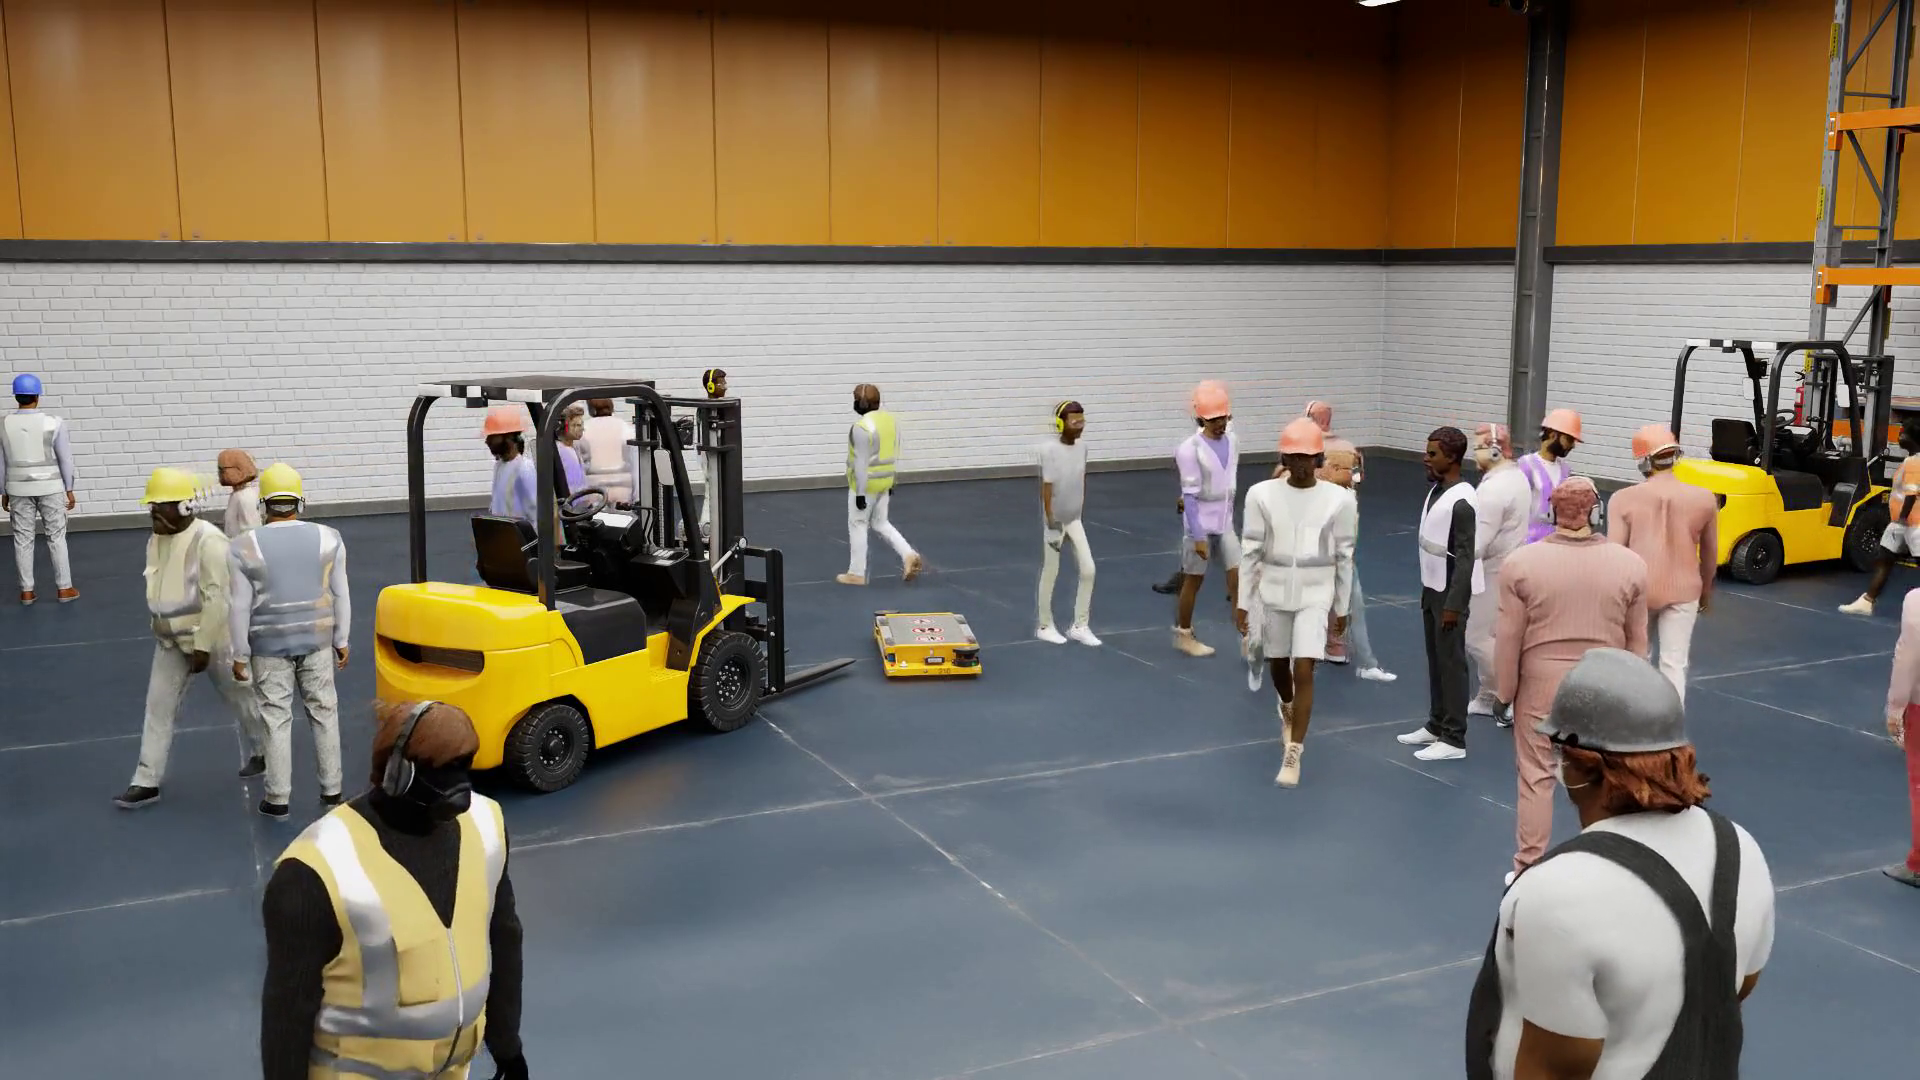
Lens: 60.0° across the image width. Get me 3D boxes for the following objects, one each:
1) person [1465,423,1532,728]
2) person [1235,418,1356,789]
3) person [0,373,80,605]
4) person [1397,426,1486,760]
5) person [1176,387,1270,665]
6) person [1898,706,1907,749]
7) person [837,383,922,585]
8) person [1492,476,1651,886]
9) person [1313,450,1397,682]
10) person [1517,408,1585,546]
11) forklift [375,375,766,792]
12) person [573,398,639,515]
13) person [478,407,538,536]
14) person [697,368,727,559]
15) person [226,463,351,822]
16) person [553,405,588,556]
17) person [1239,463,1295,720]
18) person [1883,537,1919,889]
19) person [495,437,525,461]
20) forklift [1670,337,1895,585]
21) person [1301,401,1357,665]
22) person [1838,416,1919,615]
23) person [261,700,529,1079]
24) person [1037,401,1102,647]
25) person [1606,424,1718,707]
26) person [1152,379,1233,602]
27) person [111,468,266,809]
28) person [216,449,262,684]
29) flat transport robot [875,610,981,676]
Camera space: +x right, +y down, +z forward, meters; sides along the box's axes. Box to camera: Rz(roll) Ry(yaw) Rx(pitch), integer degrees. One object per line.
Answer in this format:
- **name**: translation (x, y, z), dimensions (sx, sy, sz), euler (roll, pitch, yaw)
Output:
- **person**: translation (3.330, 0.226, 10.195), dimensions (0.550, 1.881, 0.651), euler (5, 10, 28)
- **person**: translation (1.893, 0.300, 9.348), dimensions (0.619, 2.012, 0.996), euler (3, 10, 19)
- **person**: translation (-7.779, -0.424, 14.003), dimensions (0.605, 1.949, 0.384), euler (-3, 10, -17)
- **person**: translation (2.803, 0.303, 9.583), dimensions (0.392, 1.919, 0.590), euler (0, 9, 0)
- **person**: translation (1.851, -0.077, 11.720), dimensions (0.623, 1.985, 1.000), euler (-8, 12, -39)
- **person**: translation (5.706, 0.368, 9.151), dimensions (0.799, 1.941, 0.605), euler (8, 12, 41)
- **person**: translation (-0.743, -0.483, 14.751), dimensions (0.723, 1.819, 0.629), euler (5, 10, 29)
- **person**: translation (2.688, 0.666, 7.382), dimensions (0.643, 1.905, 0.399), euler (2, 9, 10)
- **person**: translation (2.599, 0.169, 11.433), dimensions (0.791, 1.593, 0.509), euler (7, 12, 38)
- **person**: translation (3.843, 0.063, 11.143), dimensions (0.598, 1.897, 0.503), euler (-6, 11, -31)
- **forklift**: translation (-2.268, 0.149, 9.685), dimensions (1.214, 2.155, 2.313), euler (6, 11, 32)
- **person**: translation (-2.995, -0.367, 14.094), dimensions (0.639, 1.818, 0.766), euler (-3, 10, -16)
- **person**: translation (-3.119, 0.045, 11.310), dimensions (1.019, 1.875, 0.556), euler (-6, 11, -31)
- **person**: translation (-2.391, -0.728, 16.138), dimensions (0.309, 1.868, 0.535), euler (0, 9, -3)
- **person**: translation (-3.425, 0.519, 8.509), dimensions (0.599, 1.832, 0.404), euler (-7, 11, -36)
- **person**: translation (-3.012, -0.106, 12.422), dimensions (0.655, 1.823, 0.565), euler (0, 9, -1)
- **person**: translation (2.024, 0.291, 10.561), dimensions (0.532, 1.619, 0.579), euler (1, 9, 3)
- **person**: translation (4.415, 0.725, 7.454), dimensions (0.549, 1.752, 0.407), euler (-2, 9, -14)
- **person**: translation (-3.176, 0.022, 12.065), dimensions (0.393, 1.674, 0.548), euler (-5, 10, -26)
- **forklift**: translation (7.551, -0.789, 15.507), dimensions (2.313, 2.155, 1.214), euler (-4, 10, -25)
- **person**: translation (2.517, -0.063, 11.999), dimensions (0.663, 1.875, 0.814), euler (-5, 10, -26)
- **person**: translation (7.614, -0.162, 13.292), dimensions (0.862, 1.654, 0.543), euler (4, 10, 24)
- **person**: translation (-1.343, 1.262, 3.989), dimensions (0.584, 1.811, 0.648), euler (5, 10, 28)
- **person**: translation (0.806, -0.107, 12.376), dimensions (0.527, 1.840, 0.706), euler (-7, 11, -36)
- **person**: translation (4.011, 0.304, 9.564), dimensions (0.637, 1.920, 1.054), euler (2, 9, 15)
- **person**: translation (2.141, -0.413, 14.136), dimensions (0.984, 1.896, 0.564), euler (4, 10, 23)
- **person**: translation (-4.089, 0.487, 8.903), dimensions (0.586, 1.781, 0.969), euler (4, 10, 23)
- **person**: translation (-4.767, 0.193, 11.177), dimensions (0.412, 1.621, 0.516), euler (-5, 11, -30)
- **flat transport robot**: translation (-0.254, 0.728, 12.039), dimensions (0.652, 0.197, 1.431), euler (-1, 9, -6)
